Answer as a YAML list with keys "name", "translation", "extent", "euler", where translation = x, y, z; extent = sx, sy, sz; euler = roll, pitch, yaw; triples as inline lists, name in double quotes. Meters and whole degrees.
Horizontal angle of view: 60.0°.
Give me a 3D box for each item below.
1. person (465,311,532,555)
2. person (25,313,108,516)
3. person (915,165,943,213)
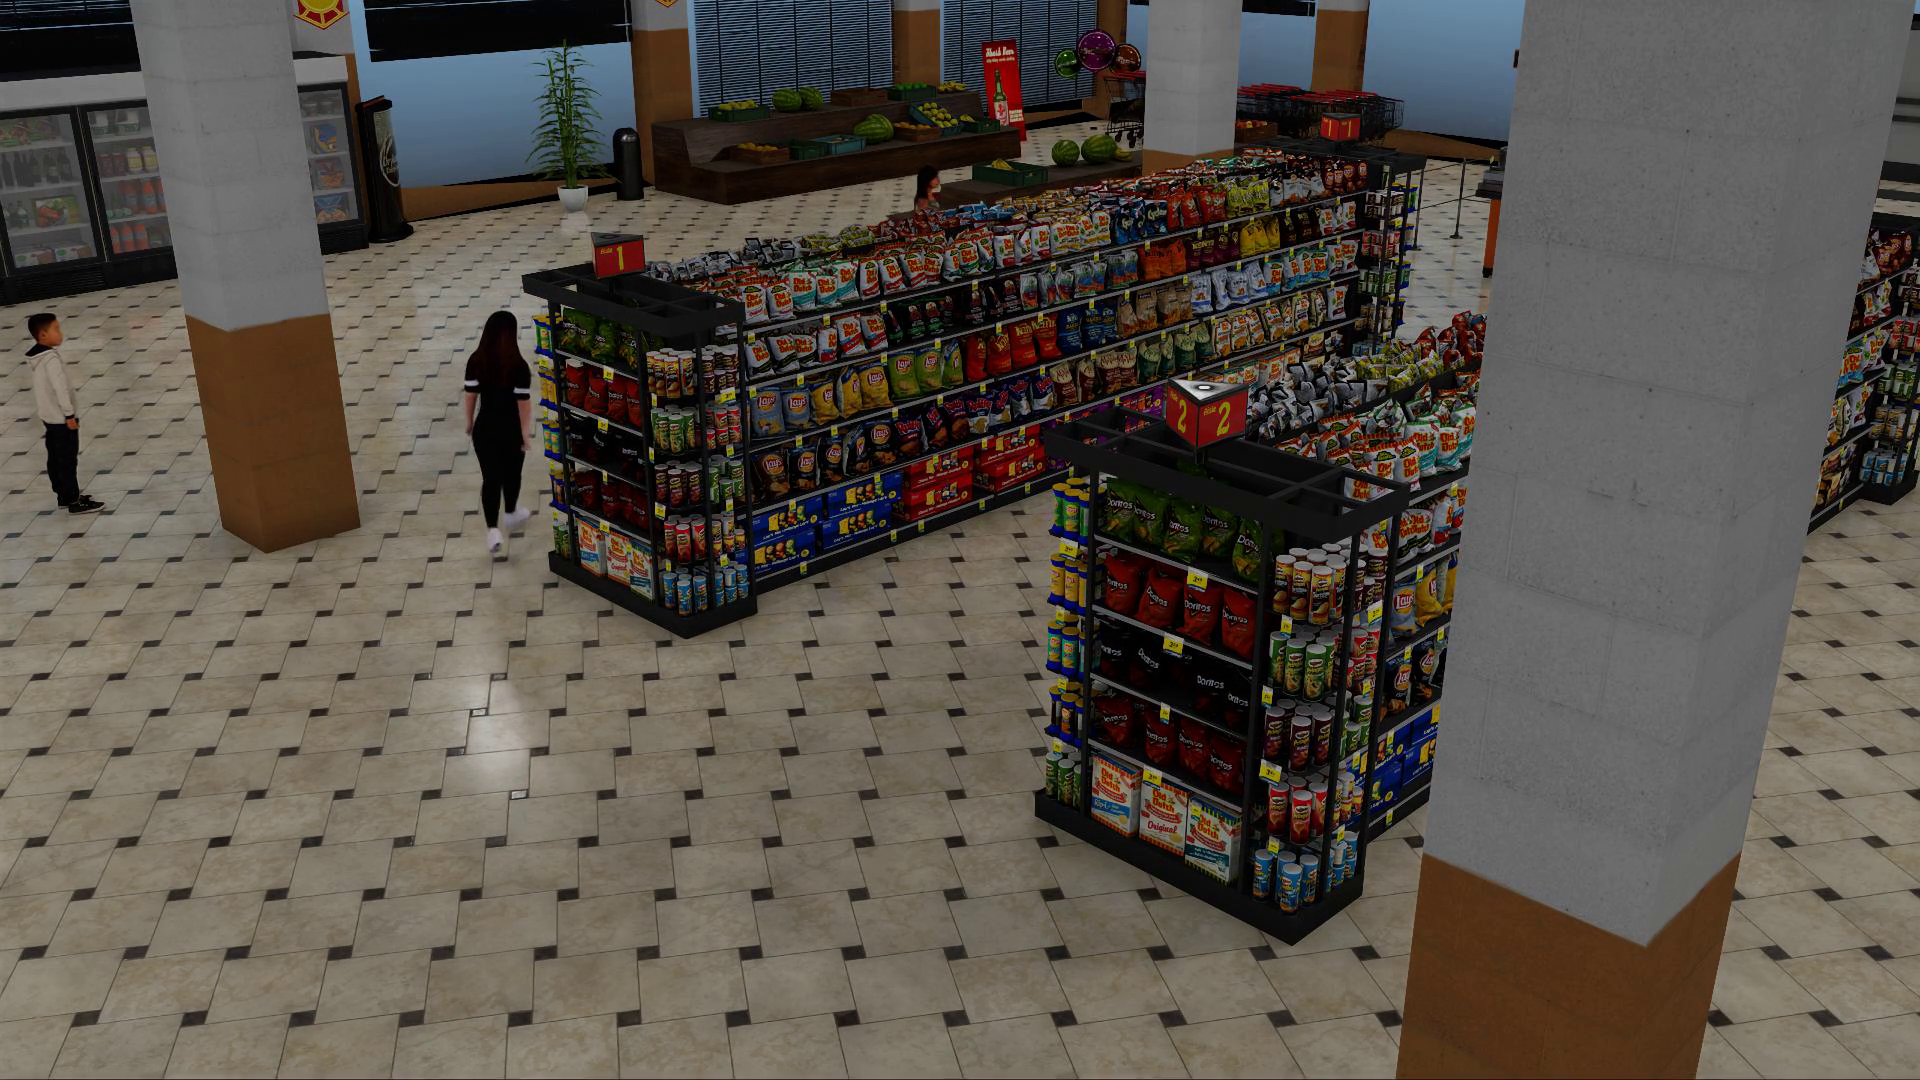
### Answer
- name: "person"
  translation: [-3.107, -0.693, 11.190]
  extent: [1.102, 1.591, 1.207]
  euler: [0, 22, 0]
- name: "person"
  translation: [-6.467, -0.904, 11.904]
  extent: [0.499, 1.450, 0.571]
  euler: [-19, 29, -39]
- name: "person"
  translation: [-0.425, -2.925, 16.714]
  extent: [1.061, 1.616, 1.037]
  euler: [2, 22, 5]
